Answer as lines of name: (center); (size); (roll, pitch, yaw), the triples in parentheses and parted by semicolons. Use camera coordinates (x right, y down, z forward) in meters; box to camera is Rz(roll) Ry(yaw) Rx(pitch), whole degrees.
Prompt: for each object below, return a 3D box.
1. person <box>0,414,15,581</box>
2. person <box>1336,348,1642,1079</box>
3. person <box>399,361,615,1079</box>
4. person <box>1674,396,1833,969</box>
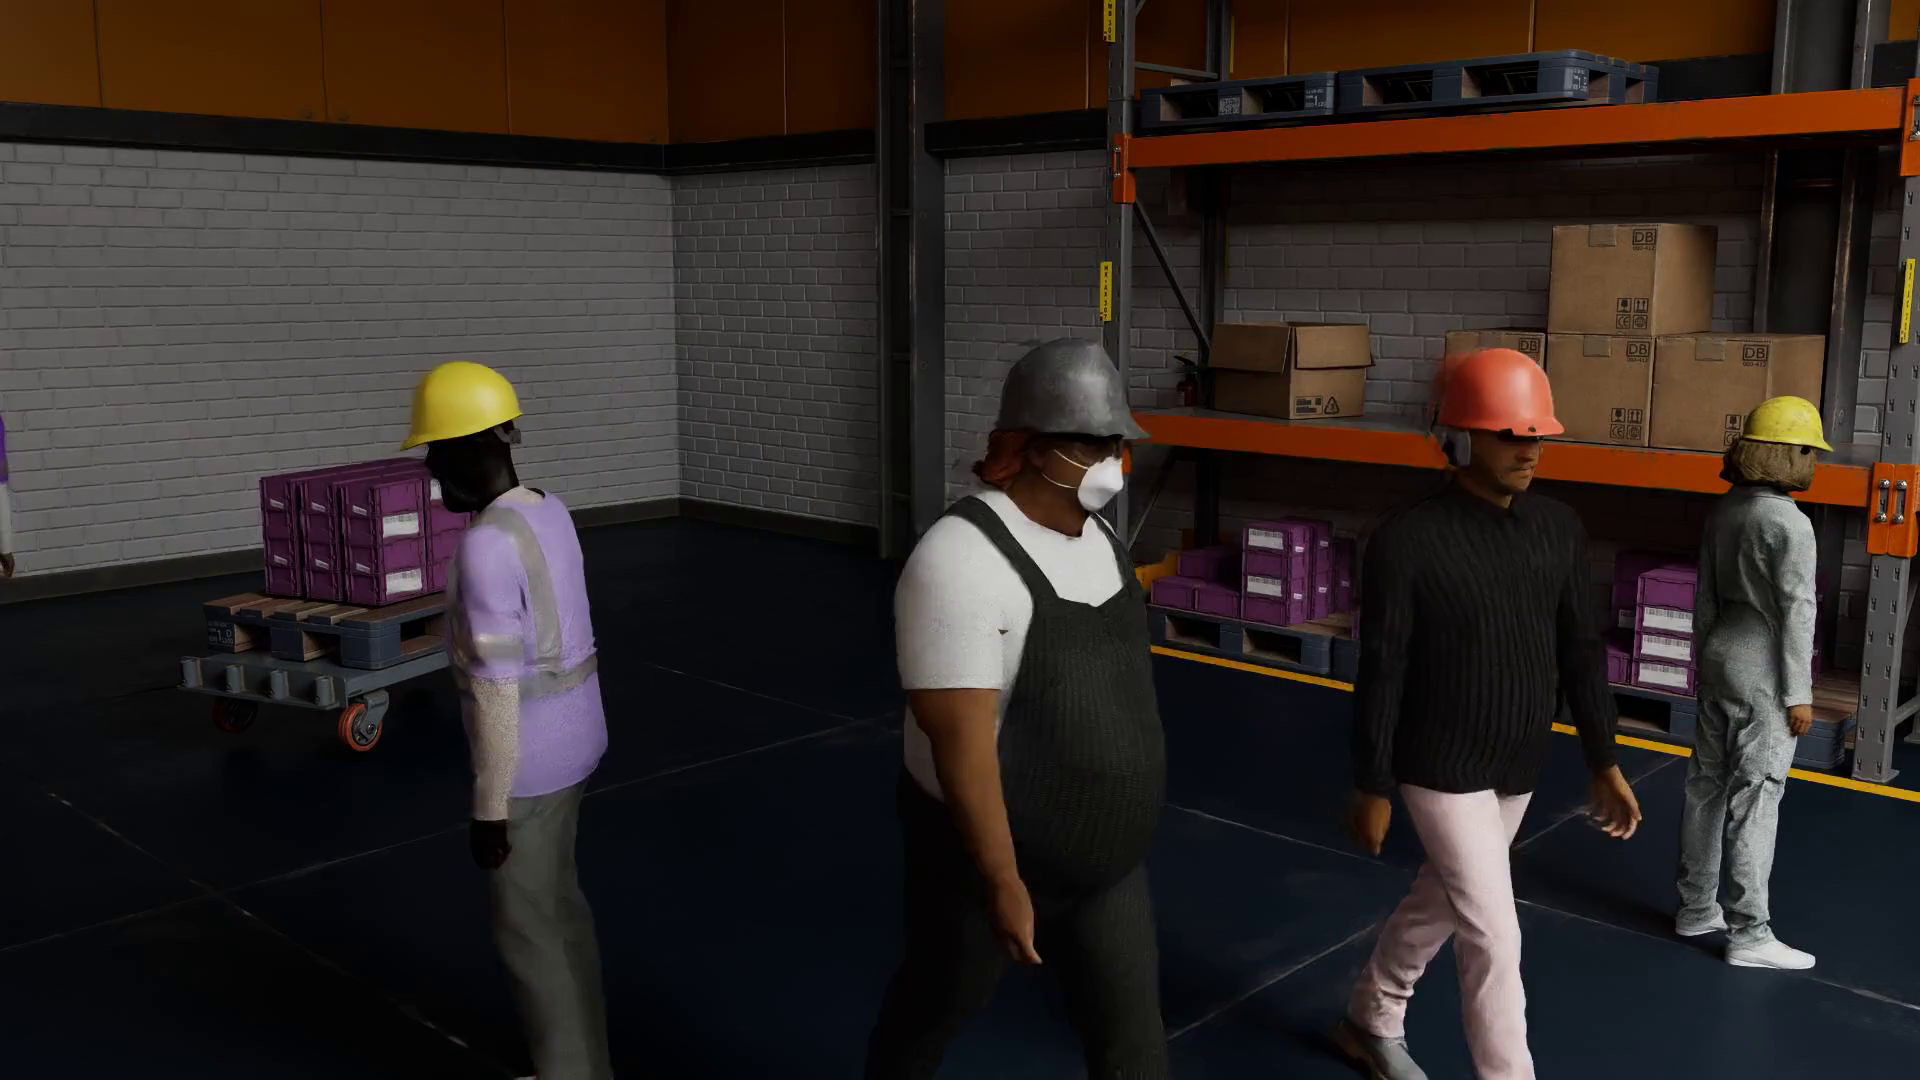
person: (-4.387, 0.009, 7.178); (0.565, 1.903, 0.748); (-8, 12, -39)
person: (1.222, 0.521, 3.935); (0.621, 1.949, 1.021); (-5, 11, -29)
person: (-1.085, 0.525, 4.016); (0.455, 1.905, 0.599); (0, 9, 1)
person: (2.452, 0.429, 5.112); (0.313, 1.738, 0.483); (-1, 9, -8)
